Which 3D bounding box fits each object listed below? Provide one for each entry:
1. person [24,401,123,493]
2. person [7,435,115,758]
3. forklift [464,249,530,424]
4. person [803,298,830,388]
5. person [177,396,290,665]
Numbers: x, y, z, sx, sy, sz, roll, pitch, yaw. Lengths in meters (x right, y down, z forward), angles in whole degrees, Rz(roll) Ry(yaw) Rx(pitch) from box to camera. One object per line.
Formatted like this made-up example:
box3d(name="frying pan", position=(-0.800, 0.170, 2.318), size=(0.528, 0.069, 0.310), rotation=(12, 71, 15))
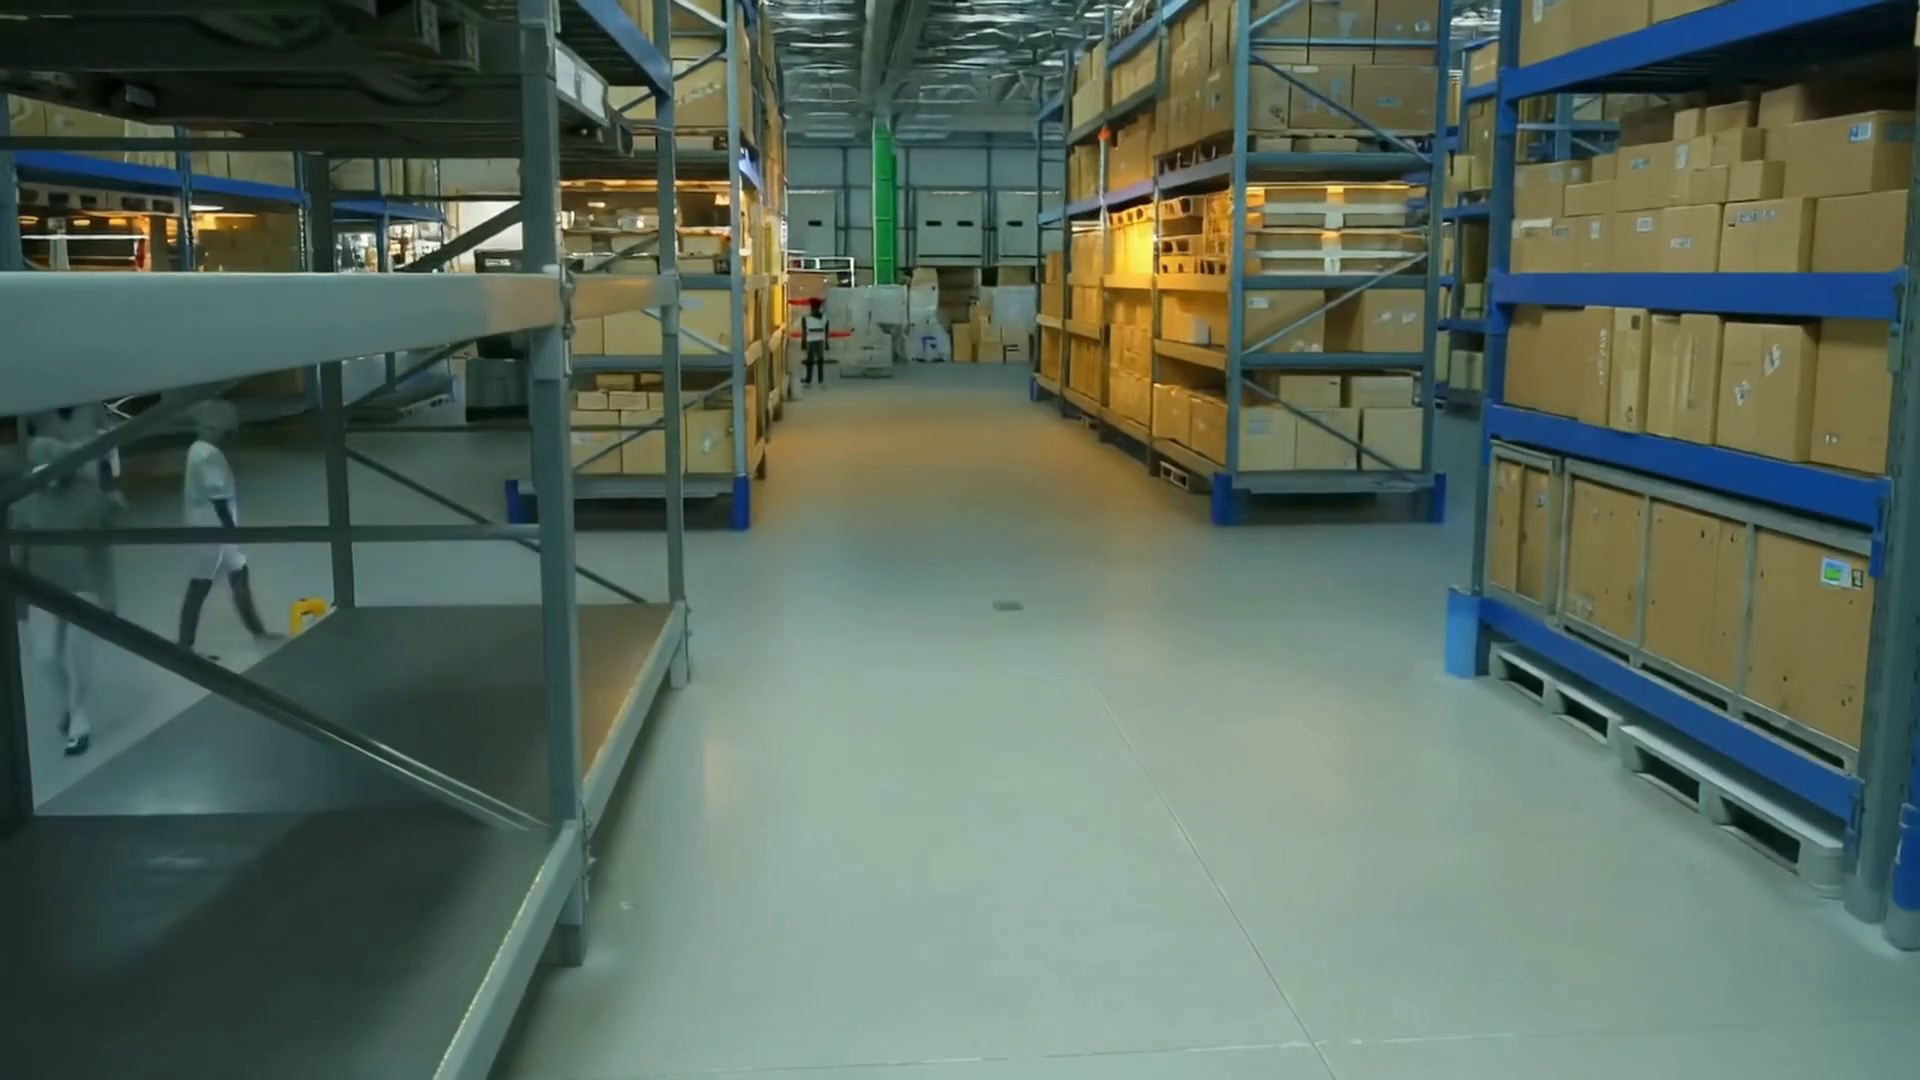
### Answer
box3d(name="person", position=(-6.799, -0.552, 12.770), size=(0.634, 1.870, 0.971), rotation=(-5, 10, -29))
box3d(name="person", position=(-4.514, 0.268, 8.404), size=(0.501, 1.619, 0.438), rotation=(-2, 9, -10))
box3d(name="forklift", position=(-7.375, -3.332, 27.054), size=(1.129, 2.768, 1.873), rotation=(-1, 9, -4))
box3d(name="person", position=(-3.076, -4.201, 35.539), size=(0.588, 1.913, 0.391), rotation=(-3, 10, -21))
box3d(name="person", position=(-4.489, -0.053, 10.254), size=(0.812, 1.659, 0.557), rotation=(-5, 10, -27))
